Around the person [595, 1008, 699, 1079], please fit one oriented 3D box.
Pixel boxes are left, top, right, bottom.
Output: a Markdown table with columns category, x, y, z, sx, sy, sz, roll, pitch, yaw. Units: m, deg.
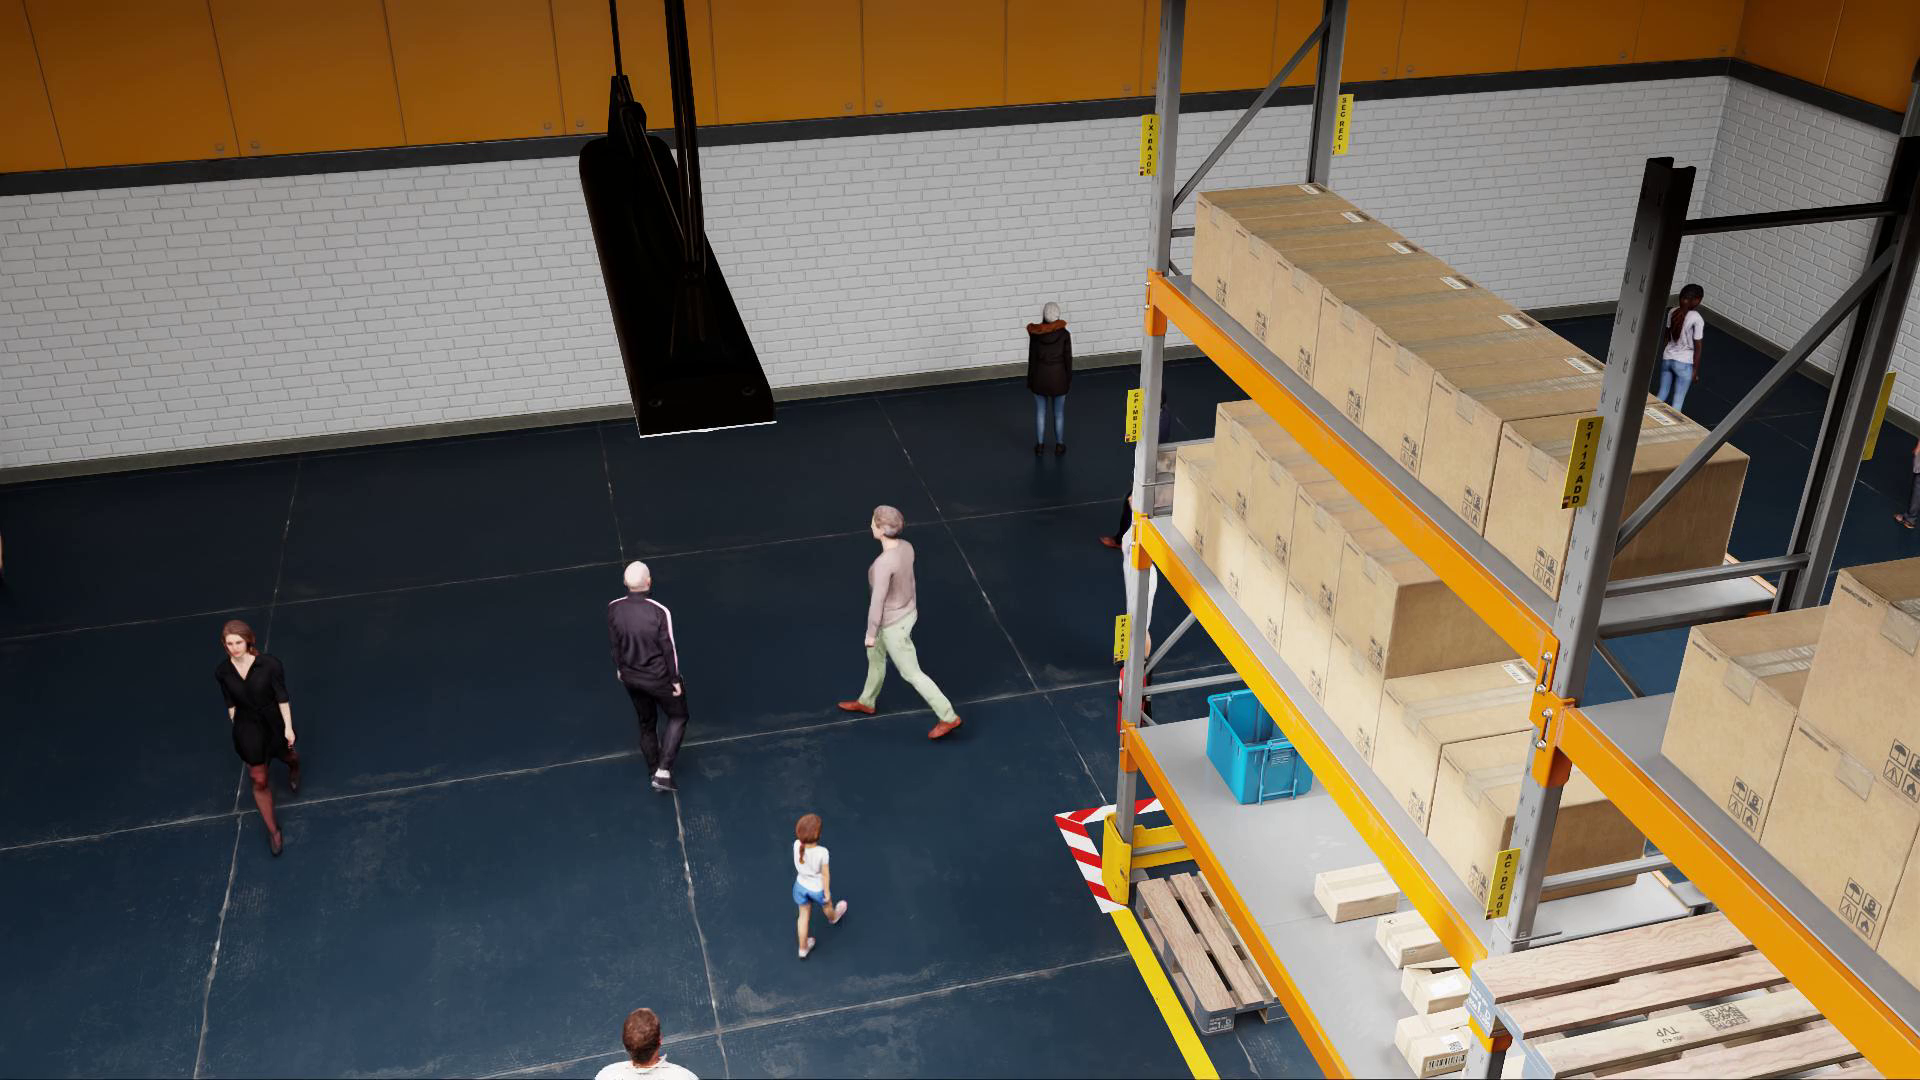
| category | x | y | z | sx | sy | sz | roll | pitch | yaw |
| --- | --- | --- | --- | --- | --- | --- | --- | --- | --- |
| person | -1.477 | 3.037 | 7.929 | 0.865 | 1.840 | 1.010 | 4 | 29 | 7 |

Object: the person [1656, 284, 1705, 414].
| category | x | y | z | sx | sy | sz | roll | pitch | yaw |
| --- | --- | --- | --- | --- | --- | --- | --- | --- | --- |
| person | 7.289 | -1.783 | 16.891 | 0.692 | 1.719 | 0.538 | -14 | 32 | -25 |

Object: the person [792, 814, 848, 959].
| category | x | y | z | sx | sy | sz | roll | pitch | yaw |
| --- | --- | --- | --- | --- | --- | --- | --- | --- | --- |
| person | -0.949 | 2.174 | 10.393 | 0.681 | 0.995 | 0.761 | 13 | 31 | 23 |

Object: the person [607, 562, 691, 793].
| category | x | y | z | sx | sy | sz | roll | pitch | yaw |
| --- | --- | --- | --- | --- | --- | --- | --- | --- | --- |
| person | -2.214 | 1.039 | 11.619 | 0.848 | 1.814 | 0.898 | 9 | 30 | 16 |

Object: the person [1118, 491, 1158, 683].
| category | x | y | z | sx | sy | sz | roll | pitch | yaw |
| --- | --- | --- | --- | --- | --- | --- | --- | --- | --- |
| person | 1.410 | 0.331 | 12.982 | 0.680 | 1.751 | 0.535 | 0 | 29 | 1 |

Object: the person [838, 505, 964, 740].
| category | x | y | z | sx | sy | sz | roll | pitch | yaw |
| --- | --- | --- | --- | --- | --- | --- | --- | --- | --- |
| person | -0.385 | 0.644 | 12.313 | 1.213 | 1.842 | 1.315 | 8 | 30 | 15 |

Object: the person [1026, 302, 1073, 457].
| category | x | y | z | sx | sy | sz | roll | pitch | yaw |
| --- | --- | --- | --- | --- | --- | --- | --- | --- | --- |
| person | 0.901 | -1.616 | 16.675 | 0.708 | 1.633 | 0.713 | 3 | 29 | 5 |

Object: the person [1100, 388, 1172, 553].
| category | x | y | z | sx | sy | sz | roll | pitch | yaw |
| --- | --- | --- | --- | --- | --- | --- | --- | --- | --- |
| person | 1.789 | -0.555 | 14.673 | 1.200 | 1.688 | 1.135 | 15 | 32 | 26 |

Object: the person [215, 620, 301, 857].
| category | x | y | z | sx | sy | sz | roll | pitch | yaw |
| --- | --- | --- | --- | --- | --- | --- | --- | --- | --- |
| person | -4.738 | 1.253 | 11.382 | 0.586 | 1.665 | 1.079 | -7 | 29 | -13 |

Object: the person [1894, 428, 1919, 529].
| category | x | y | z | sx | sy | sz | roll | pitch | yaw |
| --- | --- | --- | --- | --- | --- | --- | --- | --- | --- |
| person | 9.053 | -0.870 | 15.331 | 0.689 | 1.610 | 0.718 | -1 | 29 | -3 |
